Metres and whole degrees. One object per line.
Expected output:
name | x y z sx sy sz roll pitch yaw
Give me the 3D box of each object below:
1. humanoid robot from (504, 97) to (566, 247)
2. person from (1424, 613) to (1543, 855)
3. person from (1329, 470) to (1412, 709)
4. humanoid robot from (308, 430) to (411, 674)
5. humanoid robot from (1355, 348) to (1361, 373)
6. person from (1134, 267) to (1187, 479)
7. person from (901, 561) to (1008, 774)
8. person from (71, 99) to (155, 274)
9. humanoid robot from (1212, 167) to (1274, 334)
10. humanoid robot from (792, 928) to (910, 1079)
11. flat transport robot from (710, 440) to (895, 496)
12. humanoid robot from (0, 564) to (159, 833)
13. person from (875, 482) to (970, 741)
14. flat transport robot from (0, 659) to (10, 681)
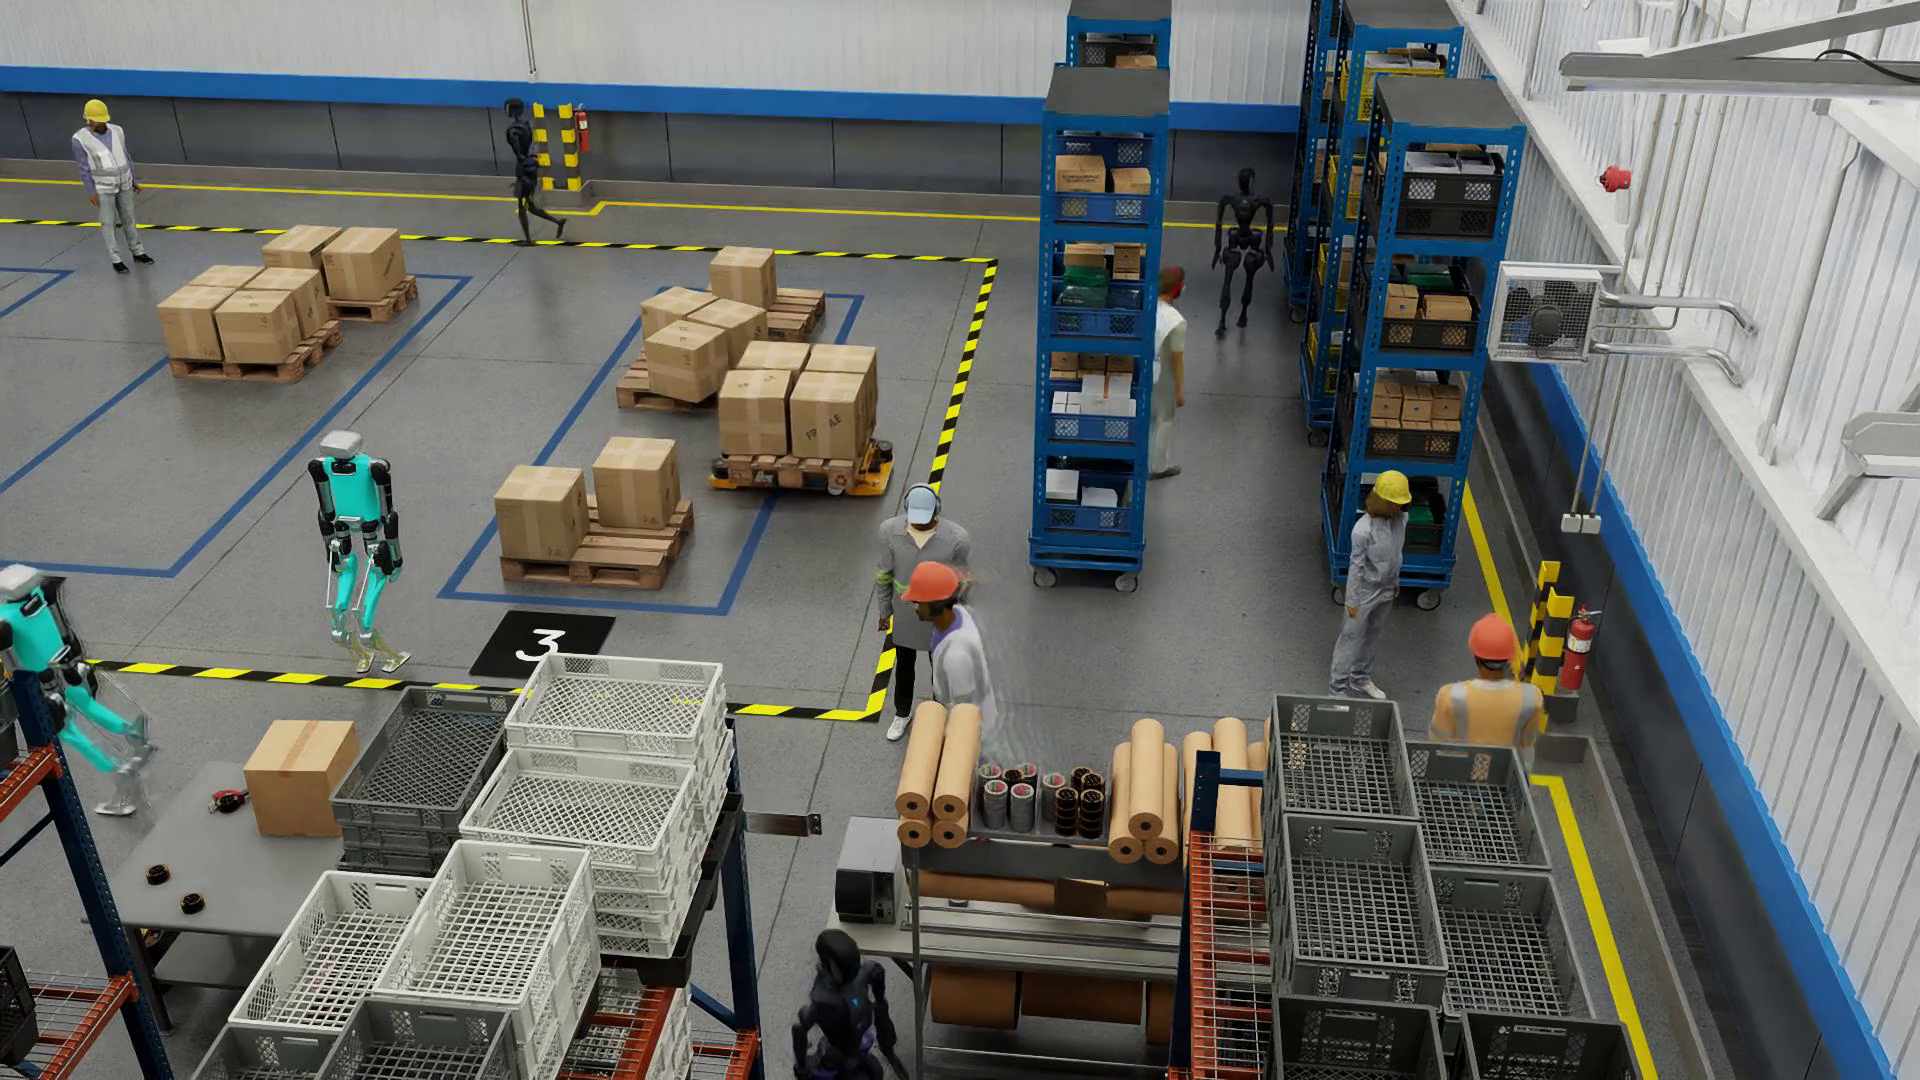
humanoid robot | -4.686 -4.006 18.172 0.561 1.640 0.603 -2 30 -4
person | 2.749 1.260 8.868 0.569 1.918 0.467 3 30 6
person | 2.657 0.326 10.645 0.491 1.742 0.321 -22 37 -33
humanoid robot | -3.954 0.168 10.792 0.533 1.677 0.735 3 30 6
humanoid robot | 3.459 -1.131 13.182 0.577 1.800 0.816 -16 34 -25
person | 1.557 -1.309 13.373 0.549 1.821 0.600 -15 33 -24
person | 0.124 0.993 9.283 1.080 1.980 0.656 -4 30 -7
person | -8.946 -3.744 17.559 0.404 1.822 0.586 18 35 28
humanoid robot | 2.743 -2.775 16.062 0.601 1.636 0.689 8 31 13
humanoid robot | -0.503 2.338 7.280 0.639 1.628 0.603 25 38 36
flat transport robot | -1.292 -0.636 13.737 1.431 0.197 0.652 3 30 6
humanoid robot | -4.977 0.998 9.611 0.763 1.891 0.553 4 30 6
person | -0.236 0.455 10.321 0.587 1.850 0.393 4 30 7
flat transport robot | -7.142 0.969 11.010 1.431 0.231 0.659 3 30 6
